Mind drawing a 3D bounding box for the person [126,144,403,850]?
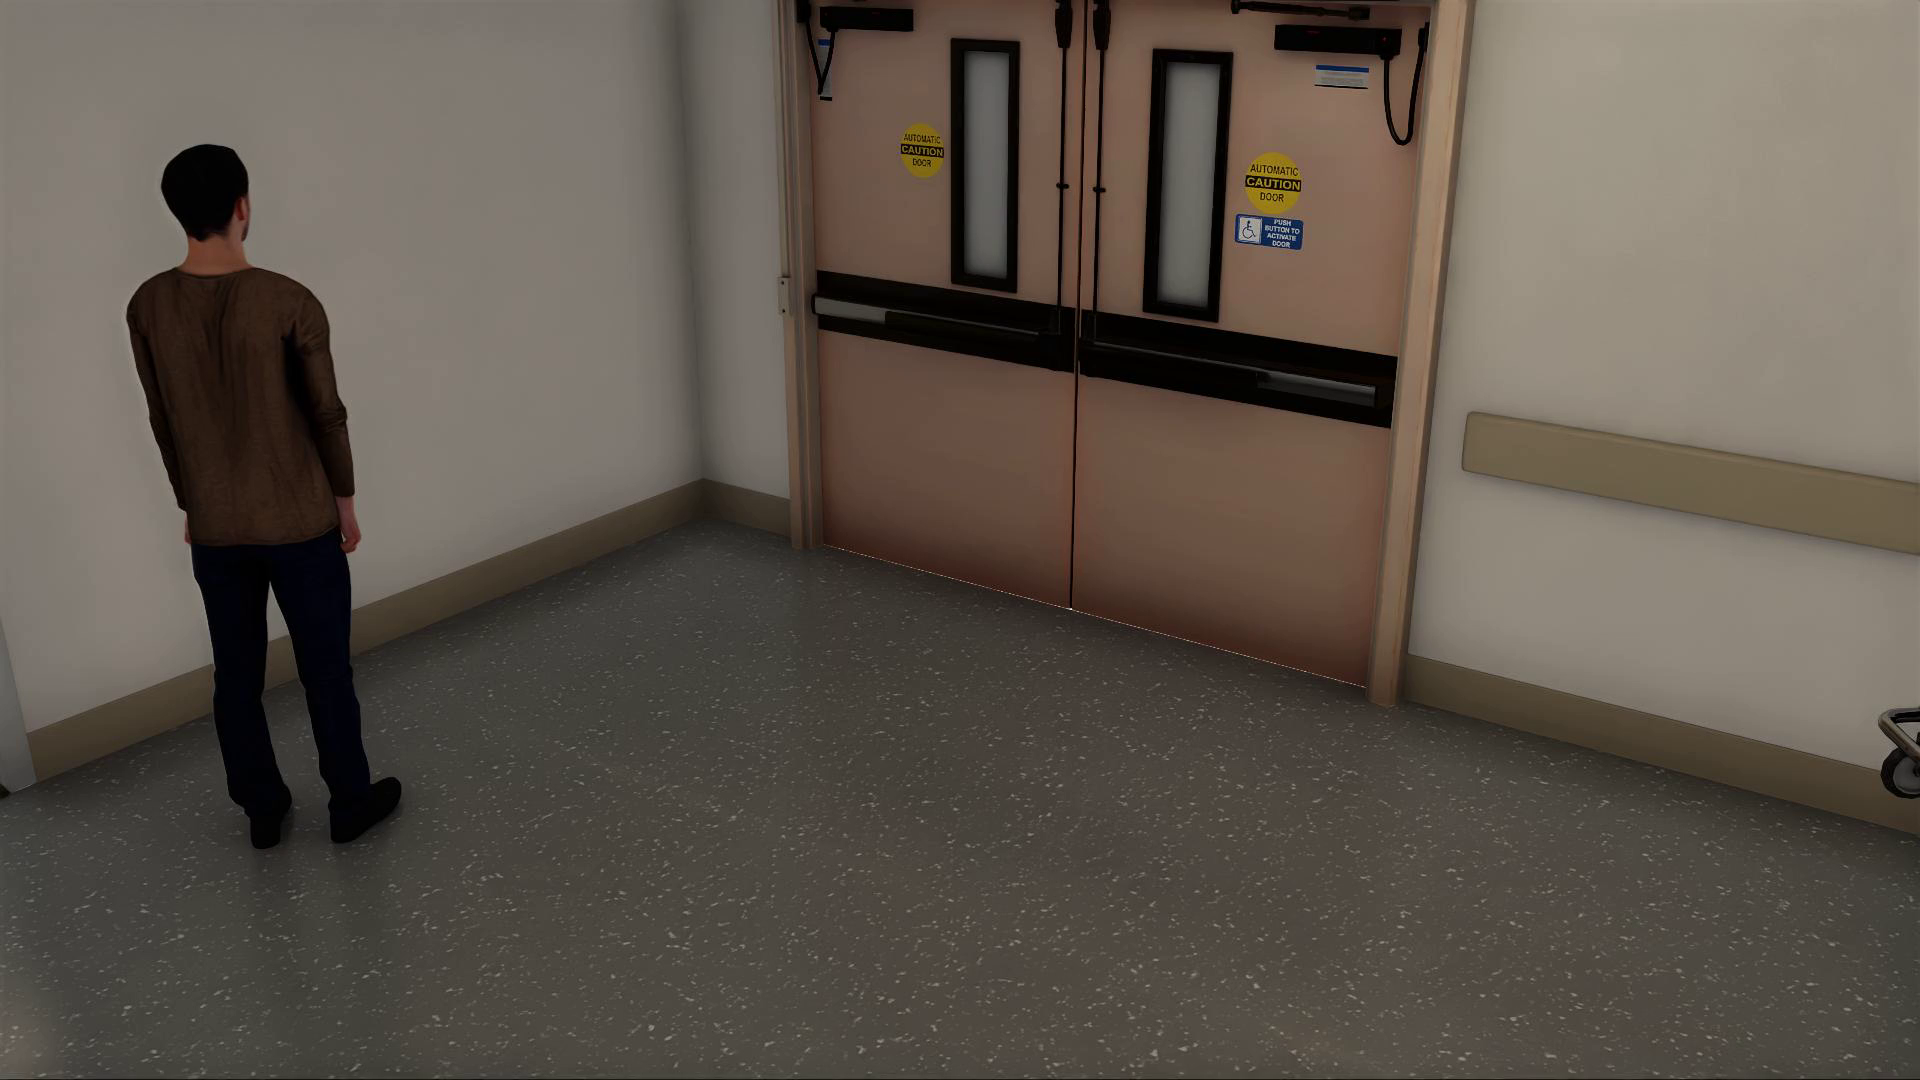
[{"bbox_3d":[-1.820,-0.073,4.330,0.744,1.889,0.776,-1,21,-2],"label":"person"}]
